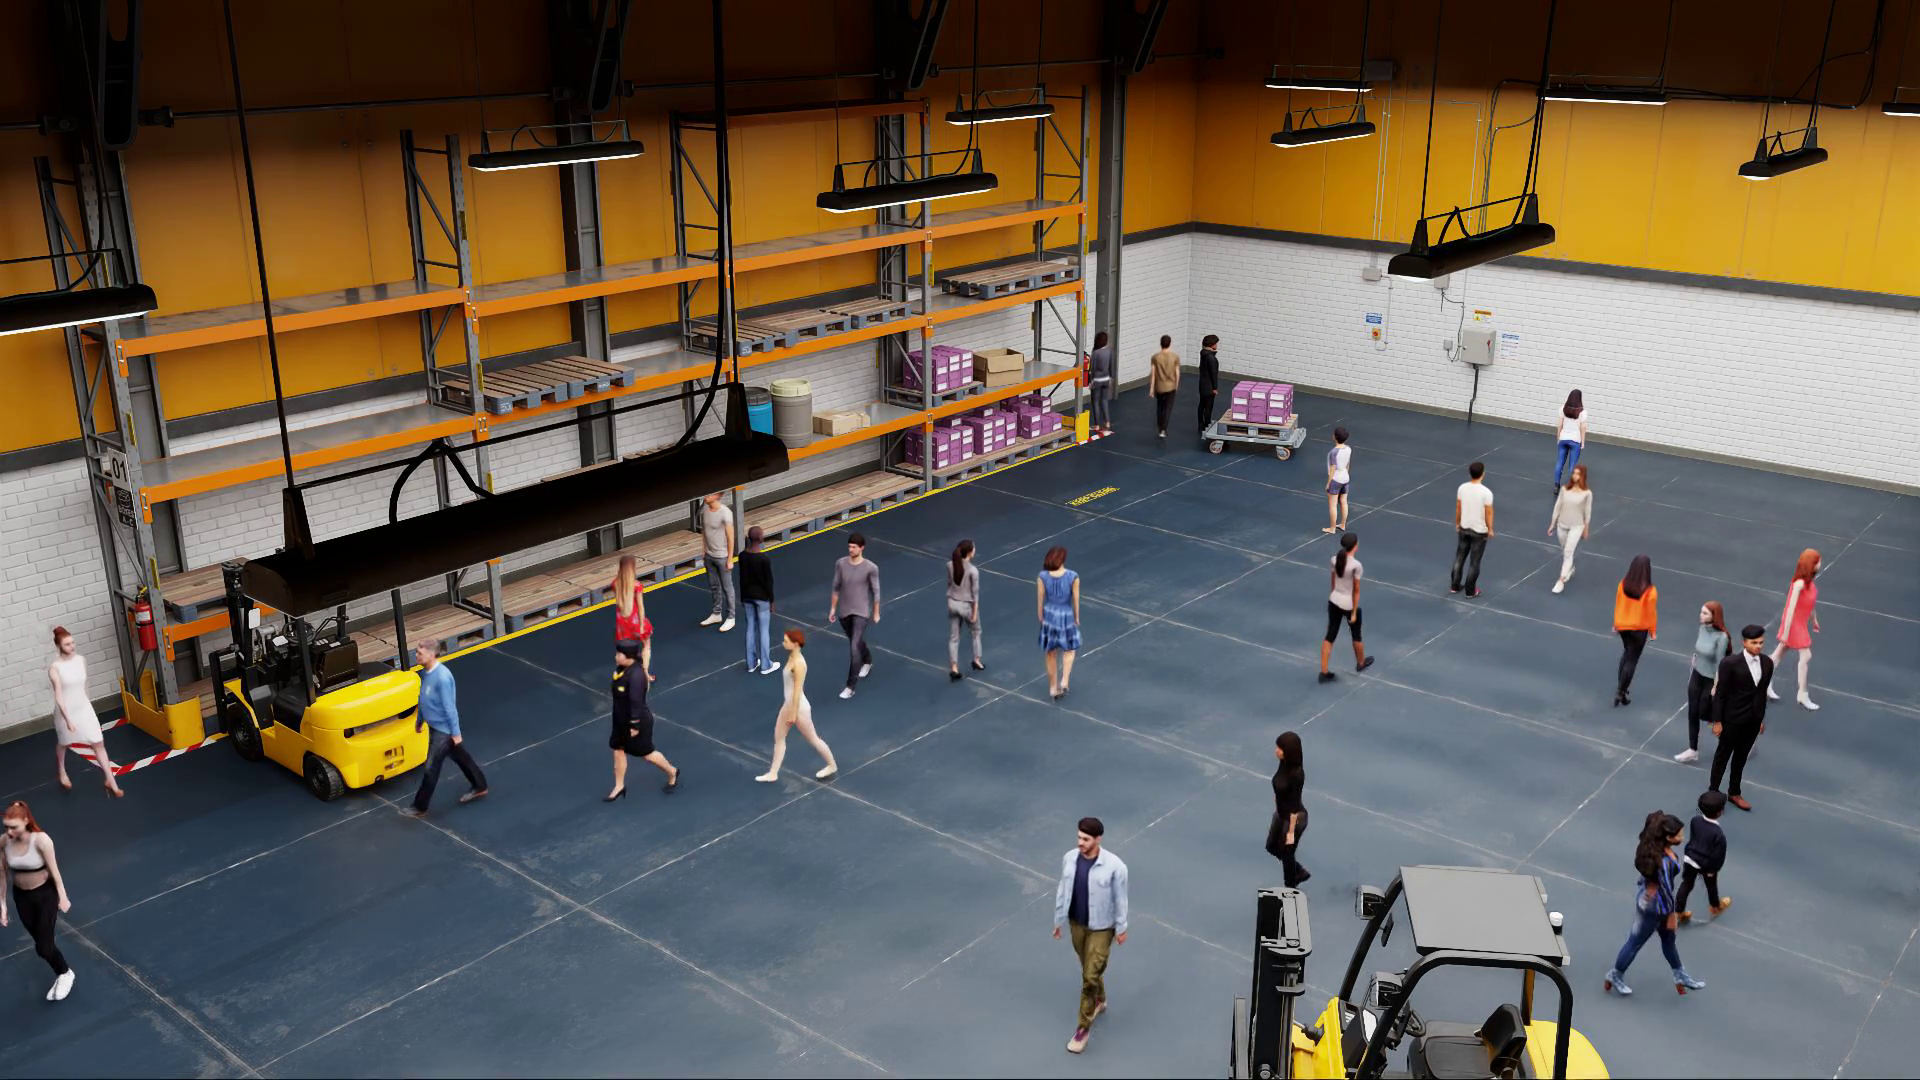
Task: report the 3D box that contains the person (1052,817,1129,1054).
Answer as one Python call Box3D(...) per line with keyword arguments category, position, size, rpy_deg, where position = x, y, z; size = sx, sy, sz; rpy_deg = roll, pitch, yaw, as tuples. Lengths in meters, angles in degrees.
Box3D(category="person", position=(1.040, 2.878, 12.550), size=(0.728, 1.780, 0.988), rpy_deg=(13, 23, 34))

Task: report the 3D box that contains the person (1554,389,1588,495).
Box3D(category="person", position=(9.427, -1.499, 25.697), size=(0.610, 1.685, 0.541), rpy_deg=(18, 25, 42))

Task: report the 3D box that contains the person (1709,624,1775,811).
Box3D(category="person", position=(7.480, 1.679, 15.948), size=(0.743, 1.884, 0.823), rpy_deg=(-3, 19, -8))

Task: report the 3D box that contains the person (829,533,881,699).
Box3D(category="person", position=(-1.147, 0.789, 18.703), size=(0.868, 1.812, 1.243), rpy_deg=(9, 20, 24))

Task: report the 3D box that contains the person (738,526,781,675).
Box3D(category="person", position=(-2.342, 0.682, 19.121), size=(0.634, 1.749, 0.596), rpy_deg=(10, 21, 27))

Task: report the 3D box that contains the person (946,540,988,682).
Box3D(category="person", position=(-0.023, 0.829, 18.834), size=(0.697, 1.654, 0.844), rpy_deg=(11, 21, 29))

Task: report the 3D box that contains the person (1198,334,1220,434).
Box3D(category="person", position=(4.357, -2.732, 29.213), size=(0.739, 1.778, 0.722), rpy_deg=(-7, 20, -19))

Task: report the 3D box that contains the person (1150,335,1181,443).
Box3D(category="person", position=(3.535, -2.581, 28.704), size=(0.950, 1.816, 1.264), rpy_deg=(6, 20, 17))

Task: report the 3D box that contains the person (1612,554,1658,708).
Box3D(category="person", position=(7.298, 1.007, 18.171), size=(0.749, 1.738, 0.722), rpy_deg=(-9, 21, -26))

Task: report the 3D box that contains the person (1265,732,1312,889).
Box3D(category="person", position=(2.901, 2.387, 14.246), size=(0.817, 1.627, 0.765), rpy_deg=(-5, 19, -14))

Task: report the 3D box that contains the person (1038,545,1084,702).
Box3D(category="person", position=(1.071, 0.951, 18.246), size=(0.810, 1.796, 0.859), rpy_deg=(4, 19, 11))

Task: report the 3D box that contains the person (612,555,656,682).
Box3D(category="person", position=(-3.733, 0.955, 18.574), size=(0.683, 1.579, 0.766), rpy_deg=(6, 19, 16))

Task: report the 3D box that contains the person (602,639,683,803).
Box3D(category="person", position=(-3.084, 1.753, 16.103), size=(1.156, 1.645, 0.954), rpy_deg=(-10, 21, -26))

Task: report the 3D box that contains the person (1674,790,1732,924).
Box3D(category="person", position=(6.213, 2.693, 14.014), size=(0.885, 1.197, 0.695), rpy_deg=(-10, 21, -27))

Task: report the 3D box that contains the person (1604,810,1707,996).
Box3D(category="person", position=(5.306, 2.852, 12.929), size=(0.907, 1.587, 1.000), rpy_deg=(6, 19, 16))

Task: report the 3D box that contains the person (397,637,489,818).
Box3D(category="person", position=(-4.866, 1.752, 15.906), size=(1.211, 1.772, 0.880), rpy_deg=(-12, 22, -32))

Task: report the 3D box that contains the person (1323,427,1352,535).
Box3D(category="person", position=(5.465, -0.881, 24.047), size=(0.529, 1.565, 0.673), rpy_deg=(-13, 23, -35))

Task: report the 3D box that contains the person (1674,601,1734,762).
Box3D(category="person", position=(7.651, 1.450, 16.876), size=(0.999, 1.726, 0.895), rpy_deg=(-4, 19, -13))

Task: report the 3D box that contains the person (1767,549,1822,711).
Box3D(category="person", position=(9.060, 0.941, 18.271), size=(0.715, 1.799, 0.837), rpy_deg=(11, 22, 31))

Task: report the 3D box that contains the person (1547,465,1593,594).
Box3D(category="person", position=(8.031, -0.187, 21.810), size=(0.606, 1.680, 1.084), rpy_deg=(16, 24, 39))

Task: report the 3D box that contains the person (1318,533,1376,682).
Box3D(category="person", position=(4.287, 0.797, 18.838), size=(1.081, 1.710, 0.705), rpy_deg=(-16, 24, -39))

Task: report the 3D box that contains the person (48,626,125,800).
Box3D(category="person", position=(-8.651, 1.705, 16.106), size=(0.785, 1.734, 1.088), rpy_deg=(10, 21, 27))

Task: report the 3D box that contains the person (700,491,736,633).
Box3D(category="person", position=(-2.957, 0.174, 20.402), size=(0.643, 1.894, 0.542), rpy_deg=(15, 23, 37))

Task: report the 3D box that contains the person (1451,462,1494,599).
Box3D(category="person", position=(6.611, -0.132, 21.452), size=(0.609, 1.803, 0.667), rpy_deg=(-16, 25, -40))

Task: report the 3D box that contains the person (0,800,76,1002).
Box3D(category="person", position=(-7.150, 2.762, 12.973), size=(0.713, 1.729, 0.763), rpy_deg=(2, 19, 6))

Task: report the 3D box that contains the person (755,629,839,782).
Box3D(category="person", position=(-1.528, 1.662, 16.441), size=(1.119, 1.601, 0.906), rpy_deg=(-6, 20, -18))

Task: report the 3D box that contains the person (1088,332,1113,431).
Box3D(category="person", position=(2.490, -2.821, 29.489), size=(0.593, 1.770, 0.742), rpy_deg=(-12, 22, -32))
